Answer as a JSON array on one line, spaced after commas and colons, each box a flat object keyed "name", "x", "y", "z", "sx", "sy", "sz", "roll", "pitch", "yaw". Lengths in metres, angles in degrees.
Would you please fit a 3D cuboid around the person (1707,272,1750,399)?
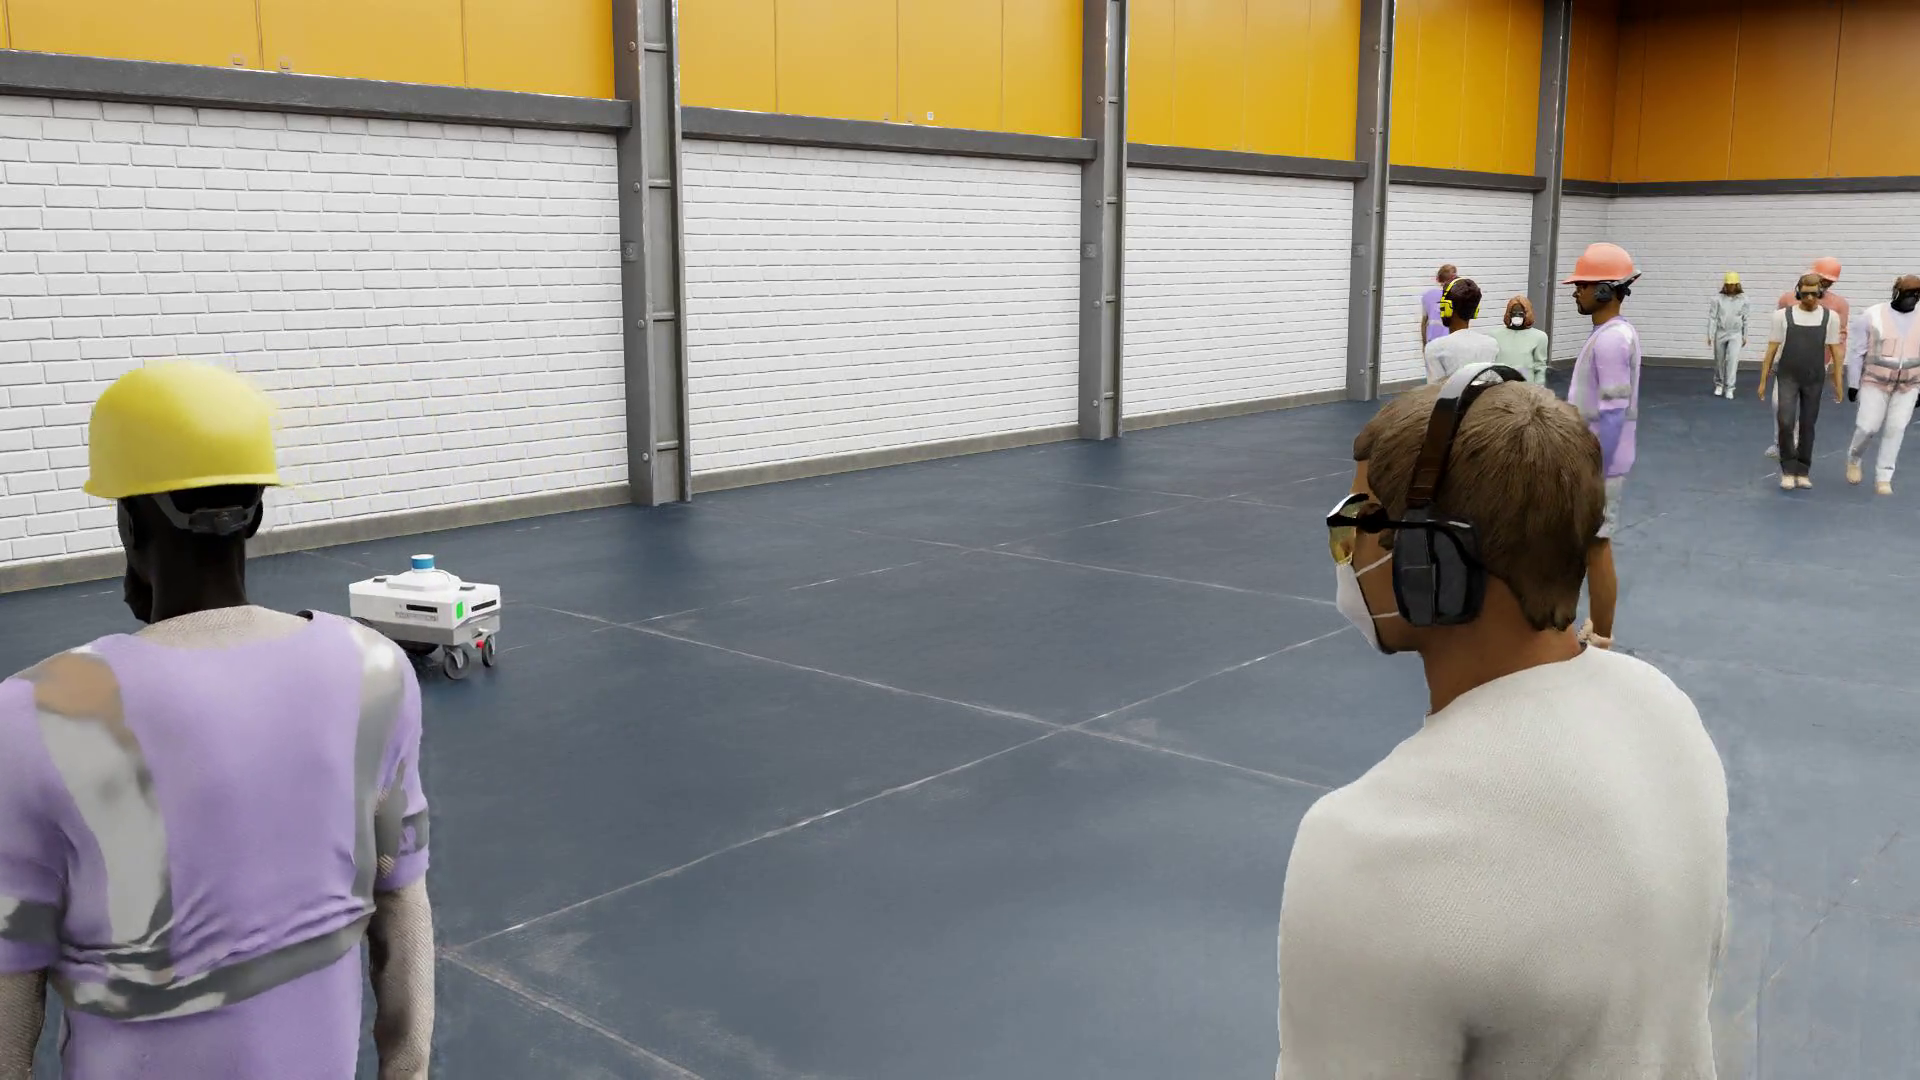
[{"name": "person", "x": 10.454, "y": -2.791, "z": 22.654, "sx": 0.496, "sy": 1.701, "sz": 0.894, "roll": 4, "pitch": 11, "yaw": 23}]

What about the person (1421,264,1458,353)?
[{"name": "person", "x": 5.720, "y": -2.327, "z": 19.610, "sx": 0.603, "sy": 1.830, "sz": 0.451, "roll": 8, "pitch": 13, "yaw": 37}]

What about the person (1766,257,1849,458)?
[{"name": "person", "x": 7.962, "y": -1.683, "z": 15.643, "sx": 0.674, "sy": 1.944, "sz": 0.710, "roll": 7, "pitch": 12, "yaw": 33}]

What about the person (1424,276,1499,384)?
[{"name": "person", "x": 2.679, "y": -0.491, "z": 9.065, "sx": 0.520, "sy": 1.871, "sz": 0.326, "roll": -6, "pitch": 11, "yaw": -29}]

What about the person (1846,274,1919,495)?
[{"name": "person", "x": 7.692, "y": -1.284, "z": 13.757, "sx": 0.643, "sy": 1.817, "sz": 0.529, "roll": 3, "pitch": 10, "yaw": 14}]

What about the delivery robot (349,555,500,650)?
[{"name": "delivery robot", "x": -2.556, "y": 0.314, "z": 7.954, "sx": 0.707, "sy": 0.478, "sz": 0.477, "roll": 4, "pitch": 11, "yaw": 22}]

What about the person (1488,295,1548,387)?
[{"name": "person", "x": 4.608, "y": -1.214, "z": 13.852, "sx": 0.497, "sy": 1.633, "sz": 0.289, "roll": 5, "pitch": 11, "yaw": 24}]

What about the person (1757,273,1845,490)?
[{"name": "person", "x": 7.034, "y": -1.309, "z": 13.895, "sx": 0.653, "sy": 1.805, "sz": 0.649, "roll": 3, "pitch": 10, "yaw": 18}]

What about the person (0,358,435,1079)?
[{"name": "person", "x": -0.945, "y": 0.707, "z": 2.185, "sx": 0.955, "sy": 1.891, "sz": 0.585, "roll": 6, "pitch": 12, "yaw": 32}]

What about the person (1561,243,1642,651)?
[{"name": "person", "x": 2.999, "y": -0.372, "z": 7.894, "sx": 0.373, "sy": 2.043, "sz": 0.615, "roll": 4, "pitch": 11, "yaw": 20}]

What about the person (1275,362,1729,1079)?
[{"name": "person", "x": 0.445, "y": 0.783, "z": 1.673, "sx": 0.697, "sy": 1.913, "sz": 0.670, "roll": 9, "pitch": 13, "yaw": 41}]
